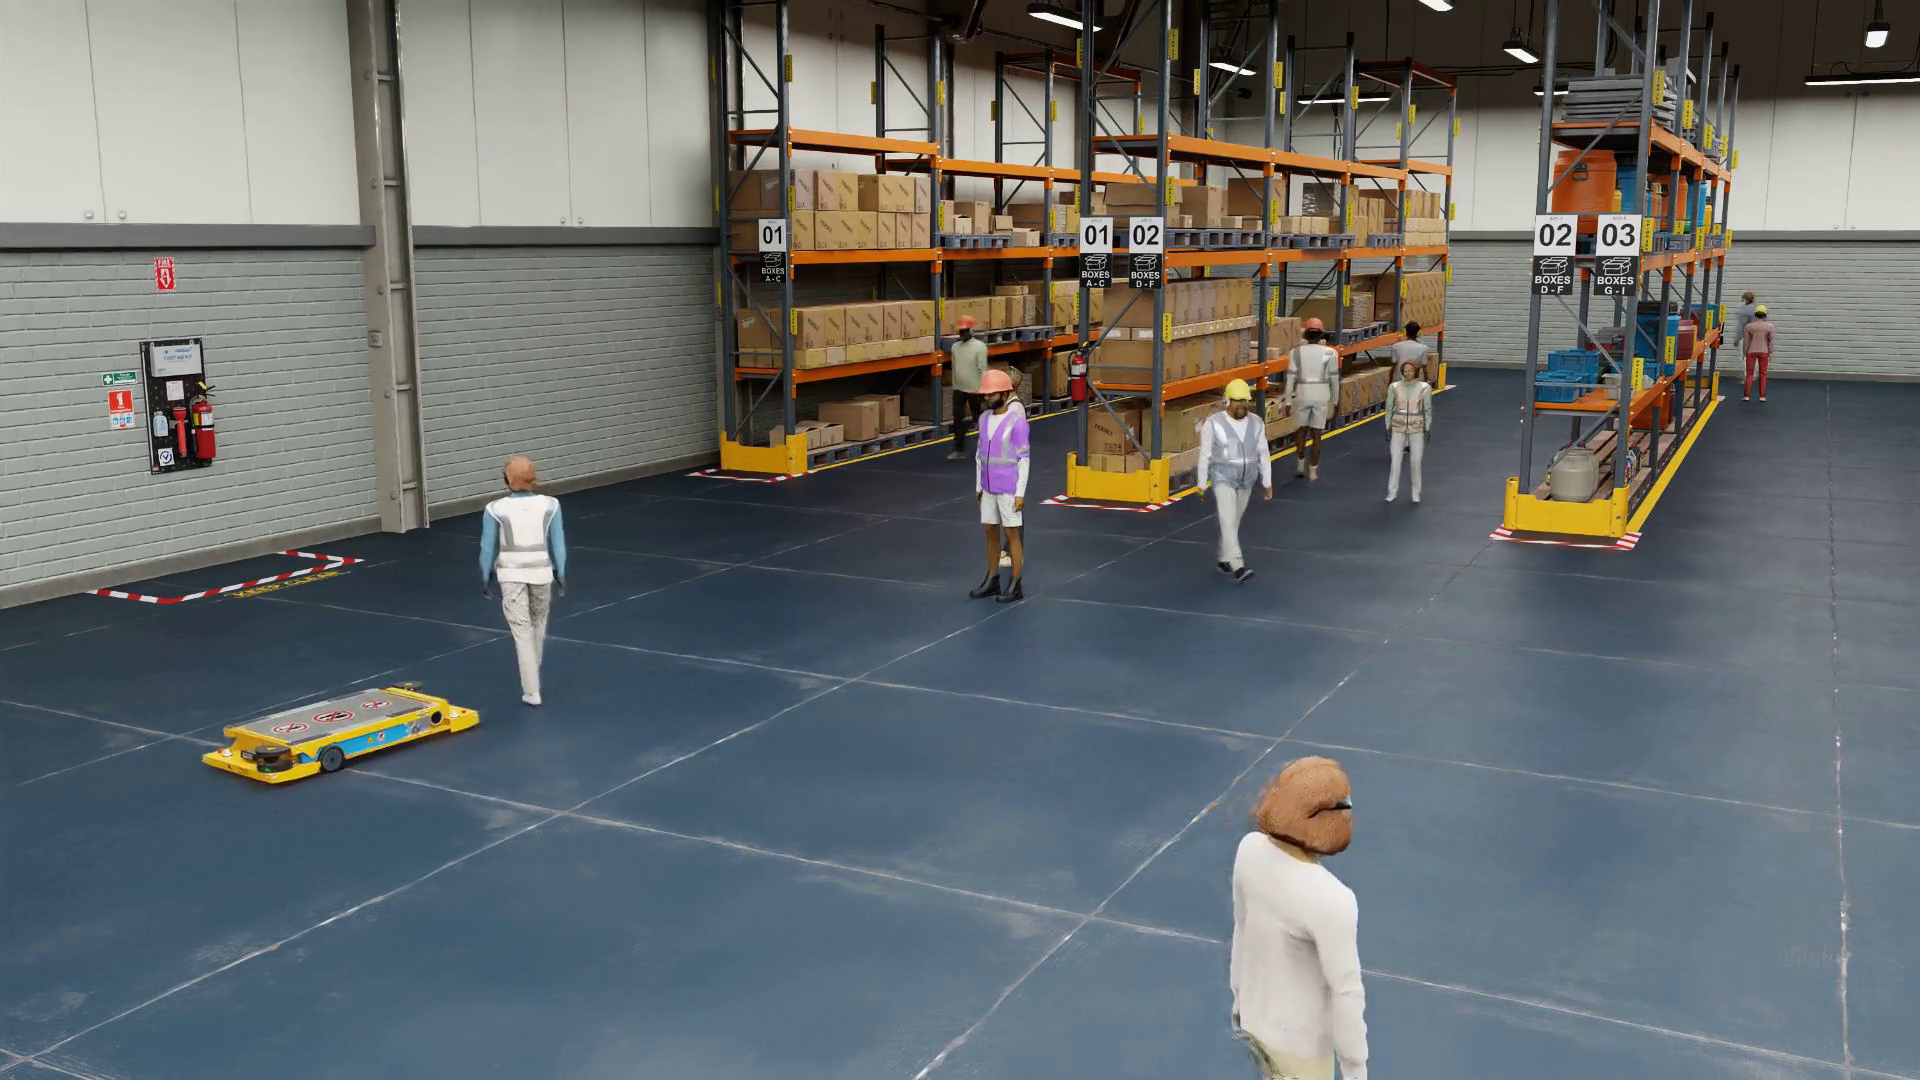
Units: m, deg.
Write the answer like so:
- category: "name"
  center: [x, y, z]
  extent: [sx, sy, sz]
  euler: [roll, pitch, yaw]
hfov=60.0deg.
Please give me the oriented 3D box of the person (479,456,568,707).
- category: "person"
  center: [-2.889, 0.245, 10.916]
  extent: [0.541, 1.599, 0.807]
  euler: [-6, 12, -30]

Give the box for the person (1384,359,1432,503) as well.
- category: "person"
  center: [5.100, -1.240, 18.949]
  extent: [0.522, 1.637, 0.310]
  euler: [4, 11, 20]

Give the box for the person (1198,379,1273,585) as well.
- category: "person"
  center: [2.446, -0.517, 14.596]
  extent: [0.618, 1.776, 0.954]
  euler: [-3, 11, -18]

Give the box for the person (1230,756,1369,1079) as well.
- category: "person"
  center: [0.964, 1.387, 4.675]
  extent: [0.345, 1.620, 0.527]
  euler: [-4, 11, -23]

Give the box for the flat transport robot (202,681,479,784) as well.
- category: "flat transport robot"
  center: [-3.636, 1.115, 9.839]
  extent: [0.652, 0.197, 1.431]
  euler: [7, 13, 33]

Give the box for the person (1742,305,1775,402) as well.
- category: "person"
  center: [14.586, -3.407, 30.419]
  extent: [0.525, 1.769, 0.308]
  euler: [4, 11, 21]

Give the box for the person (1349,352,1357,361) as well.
- category: "person"
  center: [7.667, -3.945, 32.950]
  extent: [0.587, 1.913, 0.390]
  euler: [4, 11, 23]

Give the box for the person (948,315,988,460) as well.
- category: "person"
  center: [0.156, -2.098, 22.740]
  extent: [0.624, 1.967, 0.851]
  euler: [7, 13, 35]

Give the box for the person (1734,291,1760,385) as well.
- category: "person"
  center: [16.124, -4.099, 33.869]
  extent: [0.699, 1.904, 0.420]
  euler: [-6, 12, -30]

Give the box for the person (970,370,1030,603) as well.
- category: "person"
  center: [0.316, -0.444, 13.794]
  extent: [0.373, 1.934, 0.551]
  euler: [-10, 14, -43]

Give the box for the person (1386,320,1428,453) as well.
- category: "person"
  center: [6.297, -2.157, 23.360]
  extent: [0.565, 1.852, 0.493]
  euler: [4, 11, 21]

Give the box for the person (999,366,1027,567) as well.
- category: "person"
  center: [0.449, -0.678, 15.316]
  extent: [0.342, 1.846, 0.509]
  euler: [0, 10, -2]

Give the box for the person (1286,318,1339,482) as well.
- category: "person"
  center: [4.380, -1.743, 20.643]
  extent: [0.621, 2.013, 0.707]
  euler: [4, 11, 20]
